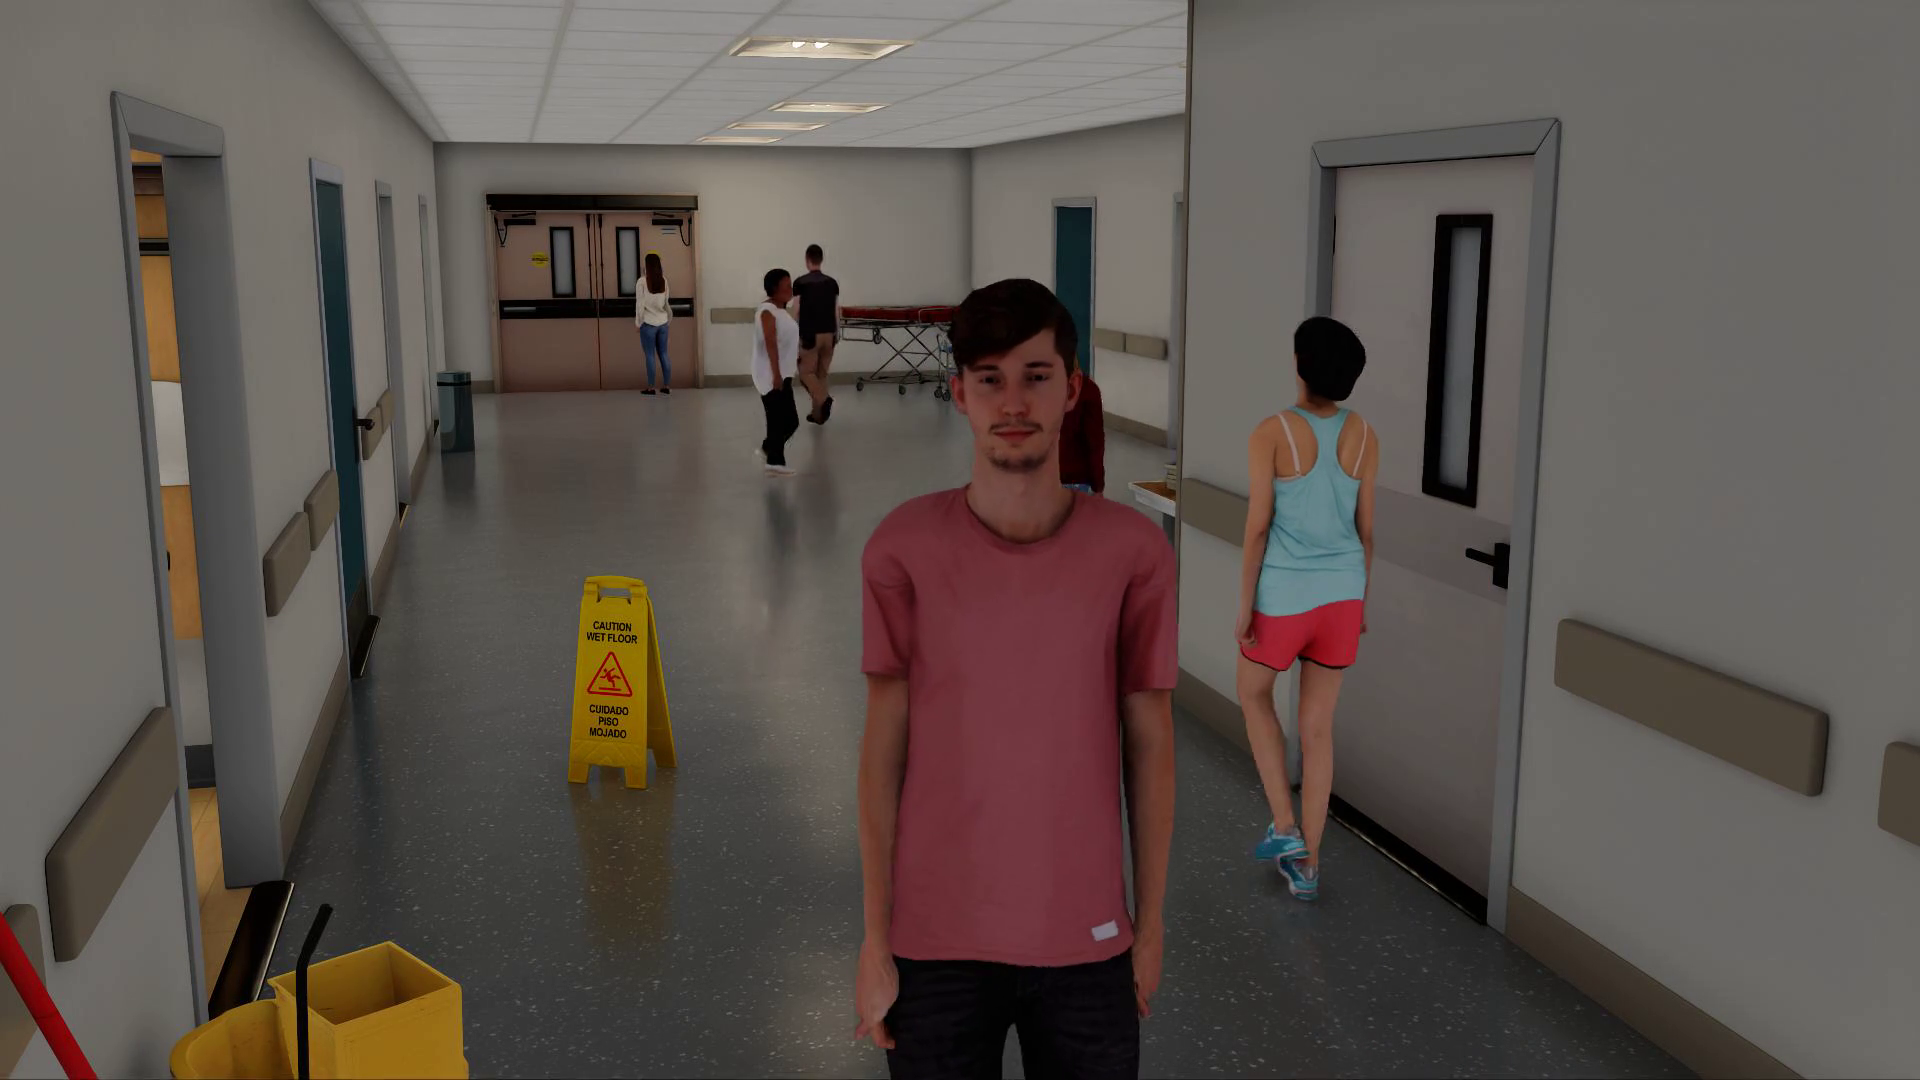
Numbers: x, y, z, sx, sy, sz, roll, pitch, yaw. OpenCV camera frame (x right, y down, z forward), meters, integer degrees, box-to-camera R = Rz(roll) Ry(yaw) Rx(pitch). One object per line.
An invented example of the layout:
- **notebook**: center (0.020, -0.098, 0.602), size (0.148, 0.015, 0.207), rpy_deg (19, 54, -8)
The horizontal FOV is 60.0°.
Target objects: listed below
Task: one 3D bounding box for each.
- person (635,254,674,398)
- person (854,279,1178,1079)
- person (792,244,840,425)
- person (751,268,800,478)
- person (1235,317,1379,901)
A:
- **person**: center (-3.655, -2.569, 19.868), size (0.702, 1.692, 0.691), rpy_deg (-9, 14, -40)
- **person**: center (0.078, 0.583, 2.587), size (0.773, 1.943, 0.938), rpy_deg (0, 11, 2)
- **person**: center (-1.407, -2.042, 16.750), size (0.850, 1.819, 1.065), rpy_deg (-7, 13, -31)
- **person**: center (-1.551, -1.351, 13.494), size (0.804, 1.677, 0.684), rpy_deg (1, 11, 5)
- **person**: center (1.056, 0.231, 4.949), size (0.641, 1.753, 0.660), rpy_deg (-1, 11, -8)
